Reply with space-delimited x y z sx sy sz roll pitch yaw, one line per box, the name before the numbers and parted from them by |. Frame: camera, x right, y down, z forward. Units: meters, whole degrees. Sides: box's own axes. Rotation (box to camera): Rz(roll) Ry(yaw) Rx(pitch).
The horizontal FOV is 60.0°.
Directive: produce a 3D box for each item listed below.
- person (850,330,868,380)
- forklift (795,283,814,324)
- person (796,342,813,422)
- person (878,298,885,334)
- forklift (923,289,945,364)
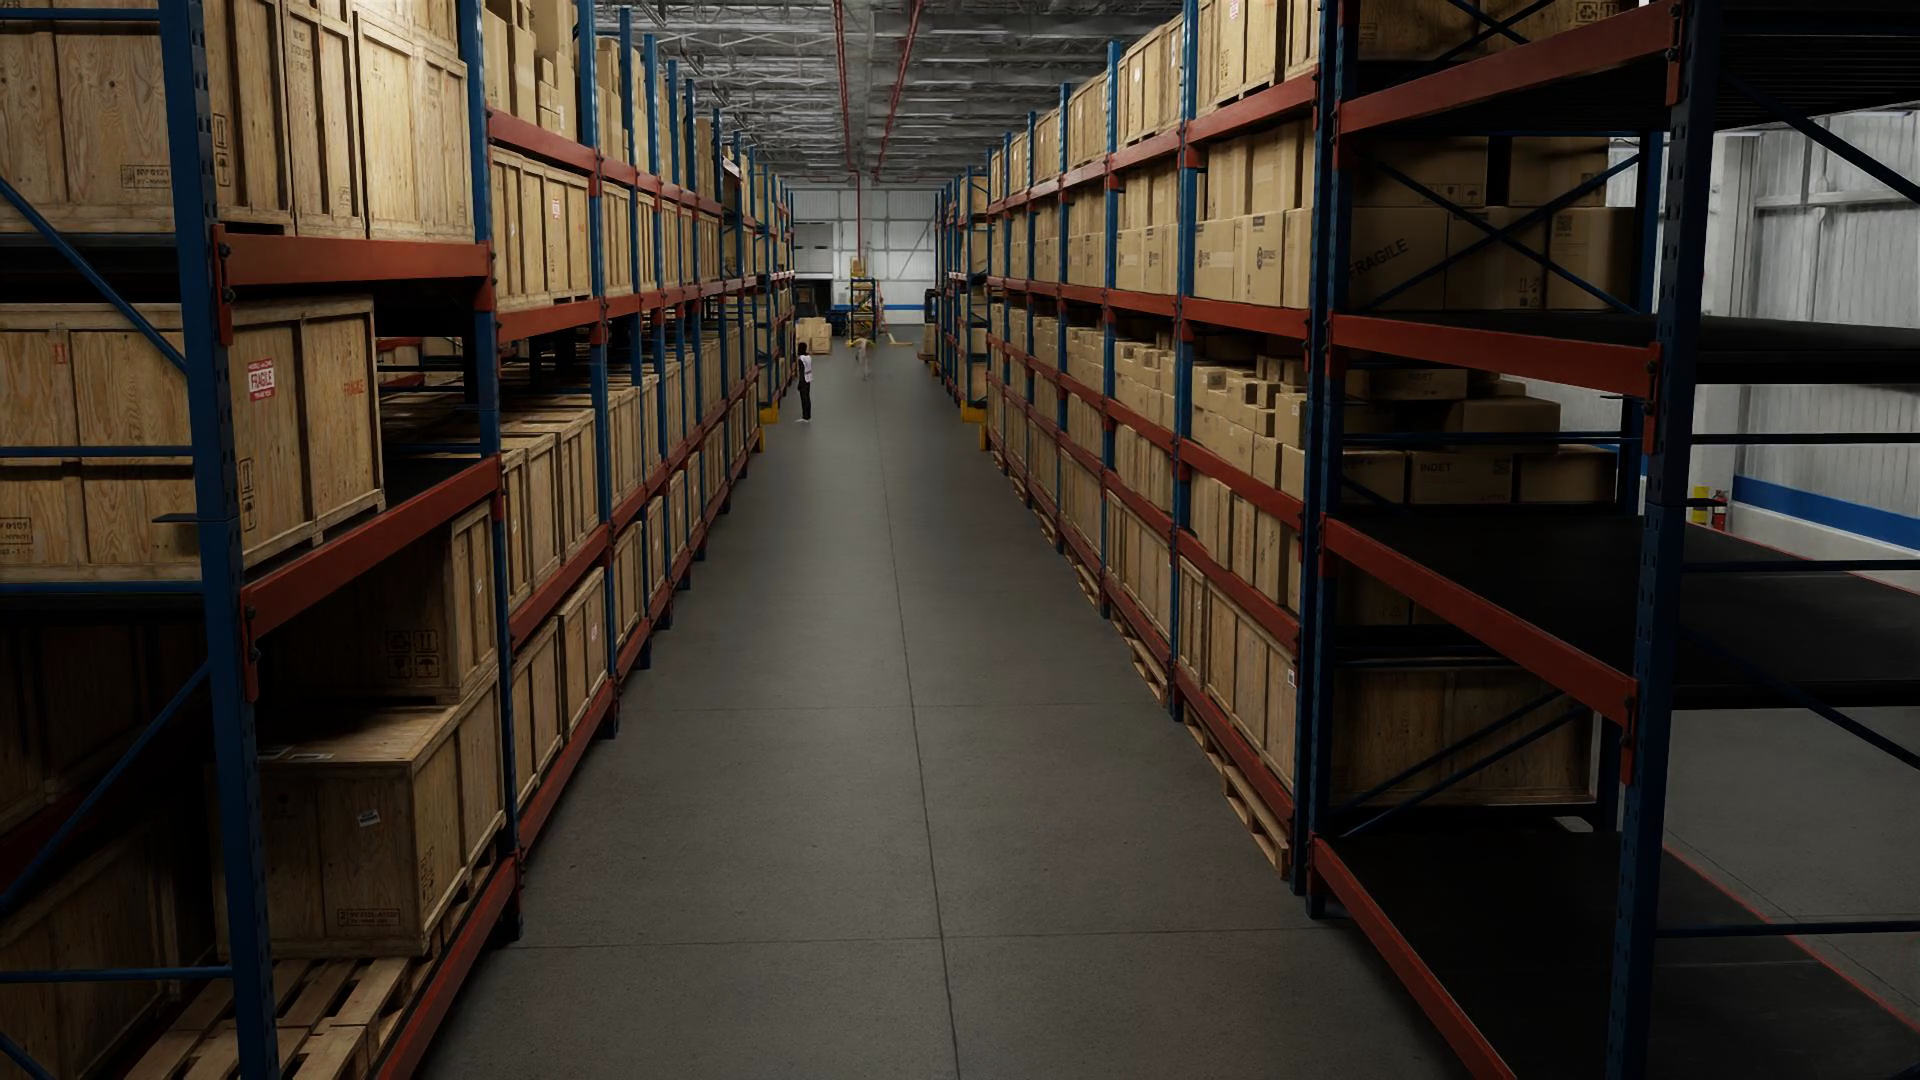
person | -3.265 -5.994 54.023 0.546 1.607 0.763 -9 13 -43
forklift | -7.394 -10.748 78.671 1.129 2.768 1.873 -1 10 -4
person | -3.742 -3.789 39.966 0.386 1.918 0.596 2 10 12
person | -4.237 -12.041 89.203 0.372 1.940 0.631 -1 10 -4
forklift | -0.812 -8.127 63.013 1.129 2.768 1.873 -1 10 -3
